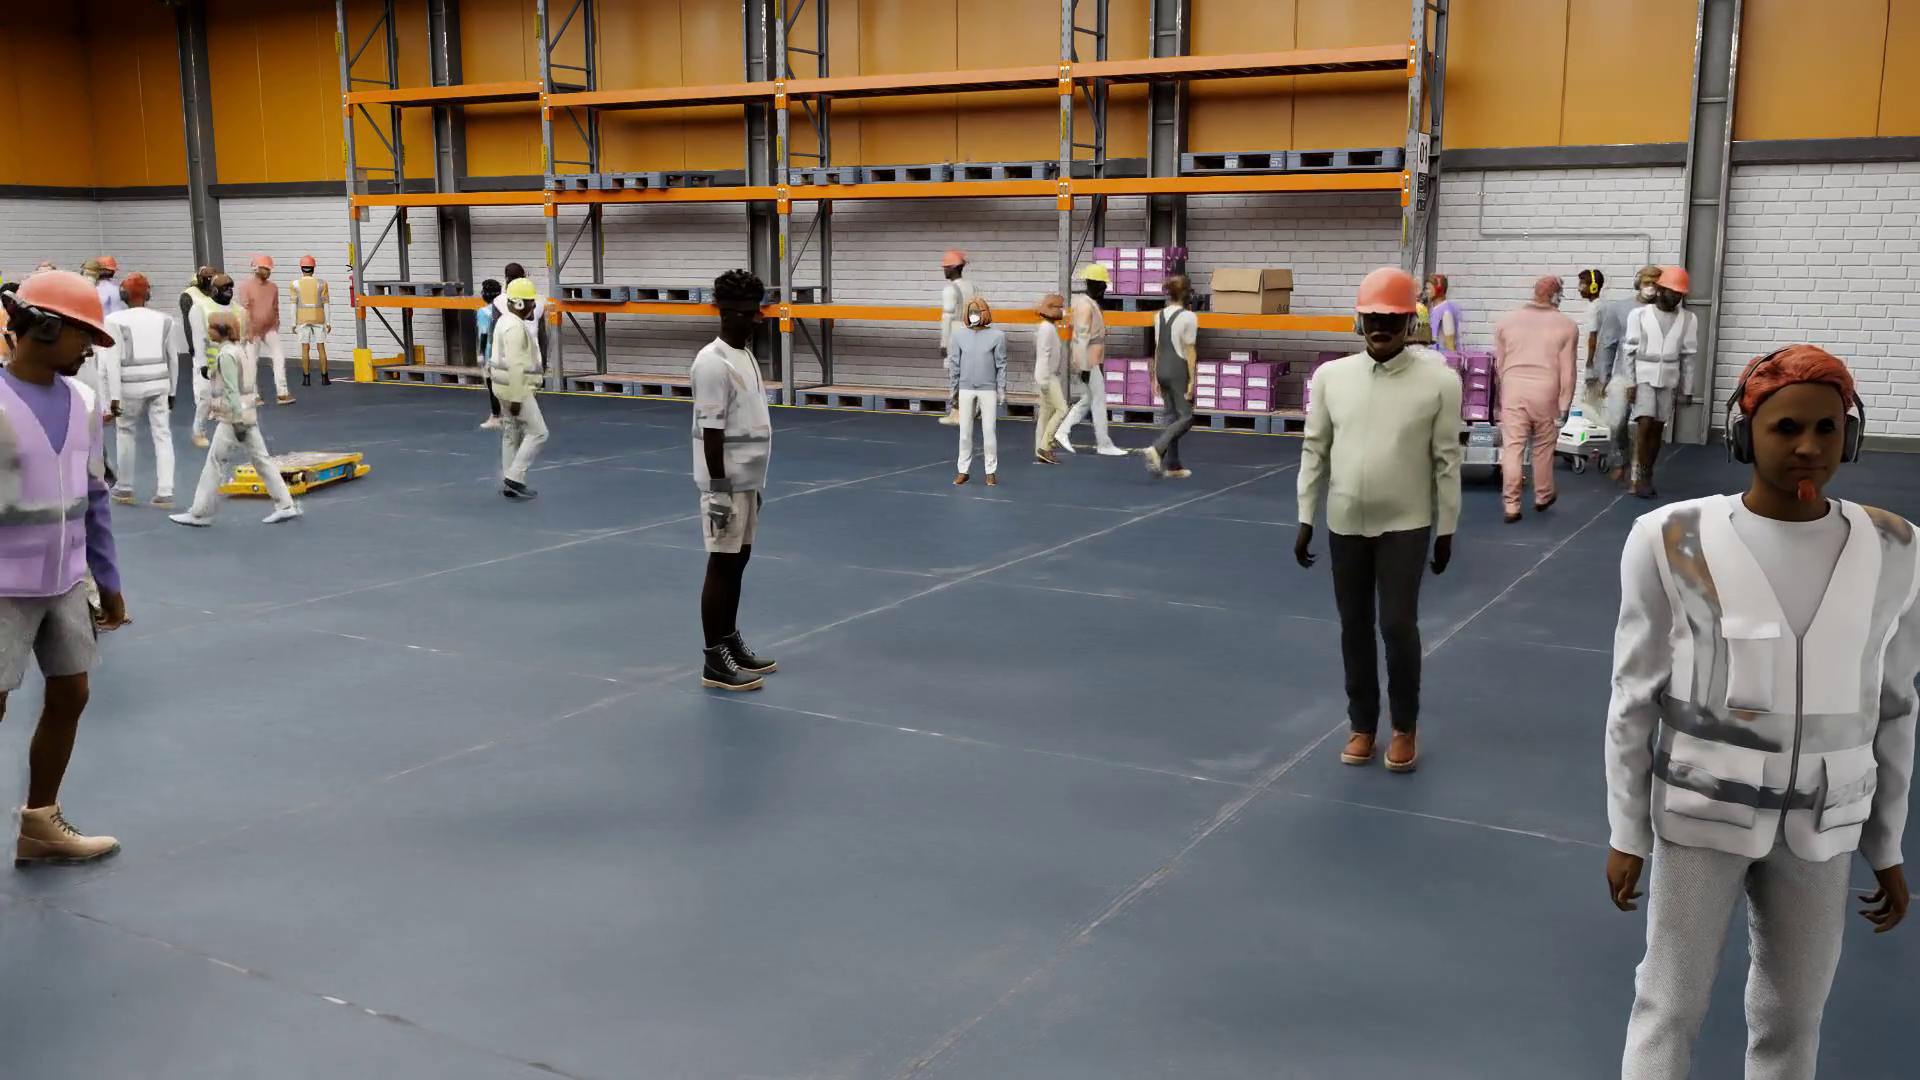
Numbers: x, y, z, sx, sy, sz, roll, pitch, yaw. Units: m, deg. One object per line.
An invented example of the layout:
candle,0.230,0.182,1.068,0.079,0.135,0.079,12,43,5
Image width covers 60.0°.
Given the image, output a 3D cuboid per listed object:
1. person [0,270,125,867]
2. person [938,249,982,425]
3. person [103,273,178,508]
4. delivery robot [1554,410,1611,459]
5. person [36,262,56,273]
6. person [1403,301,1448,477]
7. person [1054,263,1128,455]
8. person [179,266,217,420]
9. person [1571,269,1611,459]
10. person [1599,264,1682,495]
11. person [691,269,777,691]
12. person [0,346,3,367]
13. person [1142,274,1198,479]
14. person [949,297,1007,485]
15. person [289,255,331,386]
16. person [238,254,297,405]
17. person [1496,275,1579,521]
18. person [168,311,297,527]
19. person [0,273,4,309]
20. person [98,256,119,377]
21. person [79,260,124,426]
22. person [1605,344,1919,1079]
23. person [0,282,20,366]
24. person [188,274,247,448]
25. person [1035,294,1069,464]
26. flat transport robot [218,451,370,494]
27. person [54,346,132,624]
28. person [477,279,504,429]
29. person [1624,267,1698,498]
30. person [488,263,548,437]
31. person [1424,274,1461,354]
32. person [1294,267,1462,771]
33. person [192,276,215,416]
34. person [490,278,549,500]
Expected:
person,-3.045,0.143,5.339,0.499,1.989,0.780,4,11,19
person,-0.009,-2.324,19.183,0.512,2.028,0.644,6,11,29
person,-6.566,-1.190,13.277,0.907,1.842,0.599,8,13,38
delivery robot,5.690,-0.963,15.388,0.477,0.478,0.707,-3,10,-15
person,-11.417,-2.566,20.985,0.651,1.881,0.775,-6,11,-29
person,2.872,-0.679,10.754,0.487,1.717,0.720,9,13,40
person,1.272,-1.788,16.516,0.760,1.901,0.603,2,10,10
person,-8.975,-2.355,19.915,0.429,1.838,0.622,5,11,26
person,6.168,-1.684,16.074,0.454,1.853,0.543,9,13,42
person,5.711,-1.347,13.964,0.645,1.923,0.481,5,11,25
person,-1.062,-0.287,7.843,0.366,1.959,0.614,1,10,7
person,-10.330,-1.933,17.376,0.854,1.896,0.590,1,10,7
person,1.846,-1.414,14.630,0.603,1.831,0.519,-8,13,-37
person,0.153,-1.285,14.425,0.509,1.632,0.268,2,10,12
person,-9.652,-3.258,24.733,0.553,1.935,0.361,-4,11,-21
person,-8.992,-2.707,21.540,0.887,1.953,0.632,7,12,34
person,4.391,-1.083,12.673,0.627,1.839,1.010,6,12,31
person,-5.381,-0.888,12.278,0.887,1.590,0.533,-2,10,-13
person,-12.217,-2.541,21.049,0.548,1.816,1.002,-8,13,-39
person,-12.860,-3.324,25.169,0.389,1.921,0.558,-1,10,-7
person,-9.999,-2.255,19.148,0.680,1.899,0.790,1,10,5
person,1.544,0.568,3.227,0.574,1.883,0.355,1,10,5
person,-11.137,-2.196,19.531,0.882,1.654,0.536,-1,10,-3
person,-7.547,-1.808,16.939,0.959,1.803,0.626,8,13,37
person,0.881,-1.508,15.709,0.393,1.616,0.526,1,10,7
flat transport robot,-5.719,-0.591,14.350,0.652,0.197,1.431,1,10,5
person,-4.729,-0.427,8.899,0.310,1.868,0.533,2,10,8
person,-5.299,-2.111,18.923,0.317,1.697,0.544,4,11,20
person,5.736,-1.276,13.623,0.570,1.896,0.778,1,10,7
person,-4.481,-1.848,16.868,0.467,1.902,0.592,8,13,37
person,4.879,-1.782,16.801,0.933,1.796,0.556,2,10,11
person,1.630,-0.069,6.539,0.611,1.978,0.505,6,12,29
person,-9.049,-2.333,20.000,0.576,1.756,0.459,6,12,32
person,-3.584,-1.212,13.524,0.428,1.814,0.591,-5,11,-25
